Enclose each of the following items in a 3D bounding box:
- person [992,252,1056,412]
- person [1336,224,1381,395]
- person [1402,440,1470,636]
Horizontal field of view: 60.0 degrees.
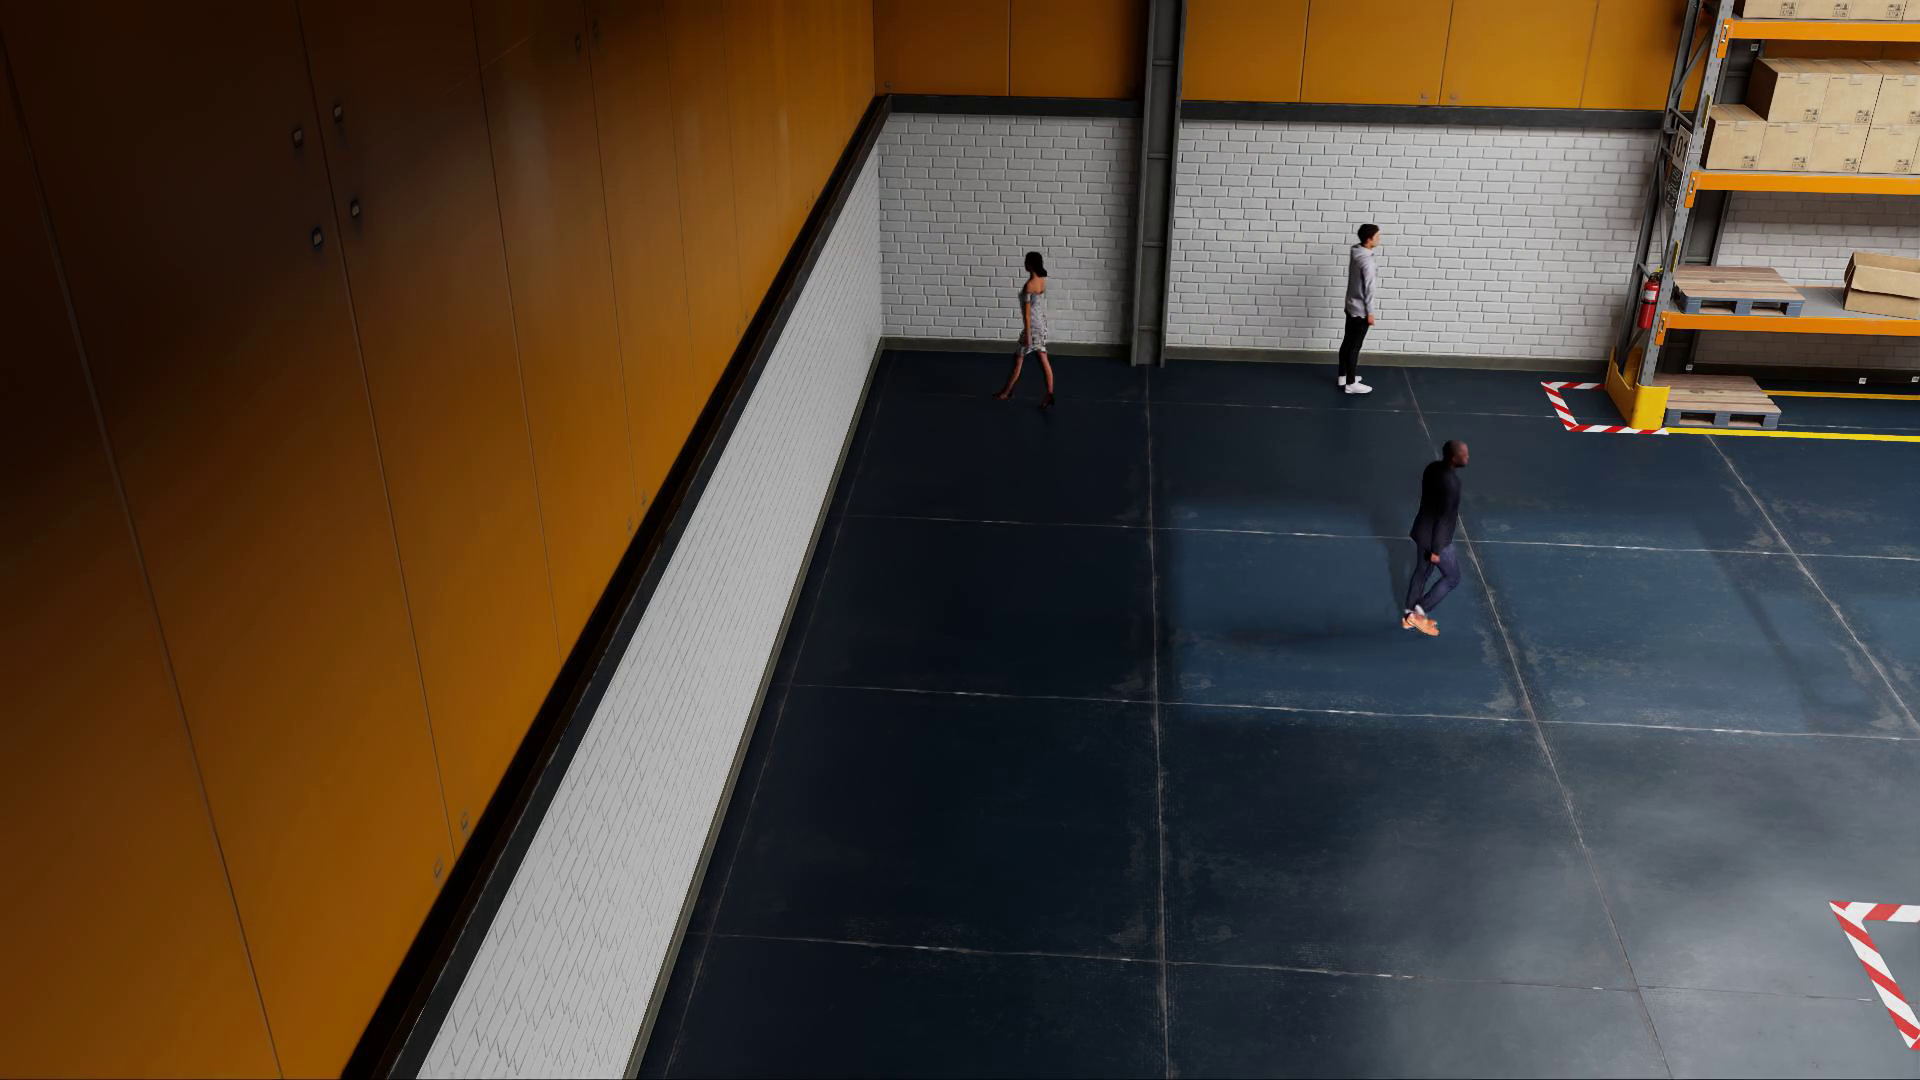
[{"bbox_3d":[0.884,-2.233,18.060,1.046,1.795,0.845,13,31,23],"label":"person"},{"bbox_3d":[4.453,-2.605,18.602,0.675,1.930,0.735,-4,29,-7],"label":"person"},{"bbox_3d":[3.903,-0.020,13.994,0.699,1.805,0.726,-1,29,-2],"label":"person"}]
